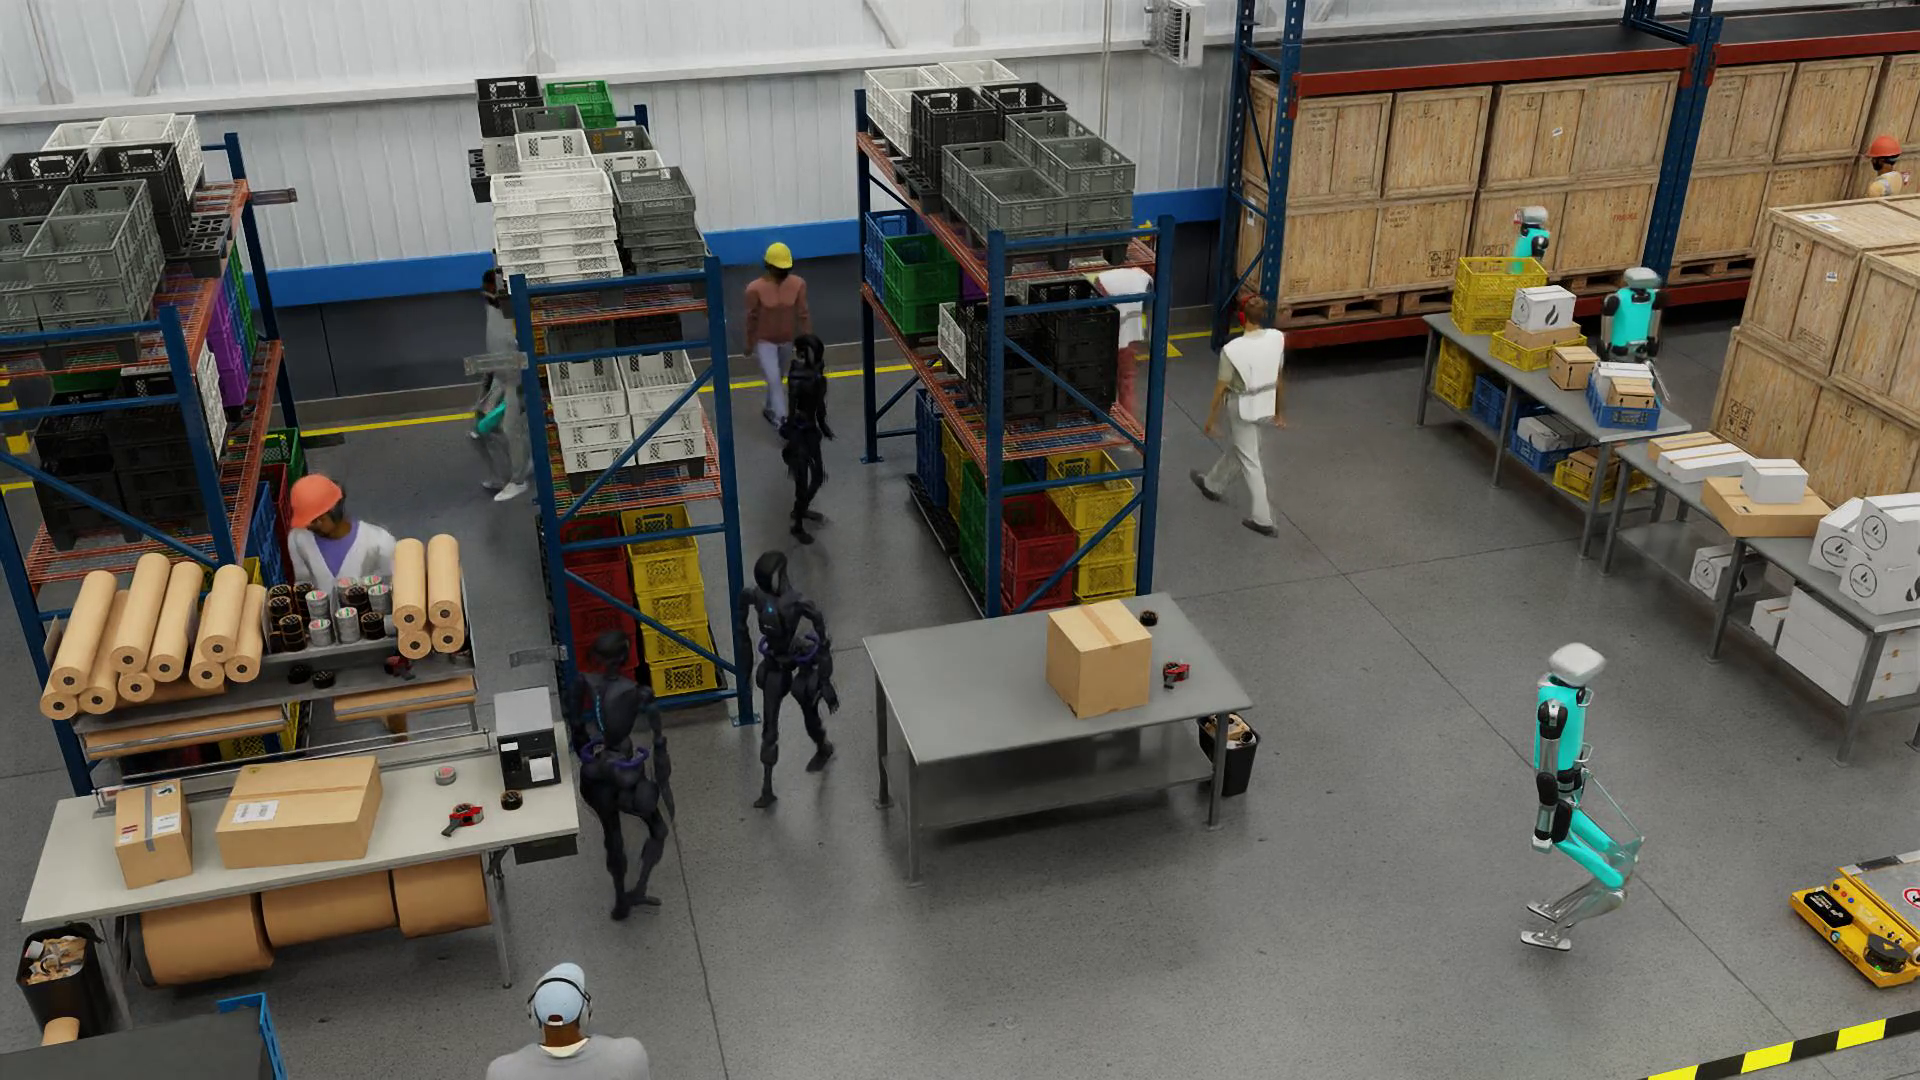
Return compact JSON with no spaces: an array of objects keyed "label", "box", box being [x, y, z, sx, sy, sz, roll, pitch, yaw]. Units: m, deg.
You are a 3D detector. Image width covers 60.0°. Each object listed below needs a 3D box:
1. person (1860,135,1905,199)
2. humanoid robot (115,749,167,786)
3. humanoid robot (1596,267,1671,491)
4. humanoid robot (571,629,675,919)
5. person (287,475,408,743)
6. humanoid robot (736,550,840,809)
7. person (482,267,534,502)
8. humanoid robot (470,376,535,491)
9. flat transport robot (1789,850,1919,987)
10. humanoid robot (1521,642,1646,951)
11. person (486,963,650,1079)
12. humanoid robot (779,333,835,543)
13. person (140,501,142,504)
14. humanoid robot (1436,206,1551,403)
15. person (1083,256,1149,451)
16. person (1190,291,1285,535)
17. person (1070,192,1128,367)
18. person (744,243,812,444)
[{"label":"person","box":[8.471,-2.821,15.573,0.542,1.927,0.370,-25,38,-38]},{"label":"humanoid robot","box":[-4.294,1.134,8.708,0.768,1.654,0.609,-8,30,-15]},{"label":"humanoid robot","box":[5.237,-1.142,12.760,0.530,1.772,1.008,-8,30,-14]},{"label":"humanoid robot","box":[-1.751,1.216,8.487,0.585,1.651,0.401,11,31,19]},{"label":"person","box":[-3.413,0.457,9.543,0.635,2.000,0.763,2,29,5]},{"label":"humanoid robot","box":[-0.970,0.753,9.368,0.609,1.629,0.758,10,30,17]},{"label":"person","box":[-3.471,-1.205,12.706,0.496,1.851,0.557,-25,37,-38]},{"label":"humanoid robot","box":[-3.600,-1.174,12.787,0.830,1.777,0.541,-17,33,-29]},{"label":"flat transport robot","box":[5.163,1.916,8.676,1.431,0.231,0.659,-8,30,-14]},{"label":"humanoid robot","box":[3.093,1.310,8.115,0.735,1.676,0.533,15,32,25]},{"label":"person","box":[-1.419,2.333,6.273,0.595,1.850,0.398,-6,29,-11]},{"label":"humanoid robot","box":[-1.149,-0.767,12.095,0.433,1.635,0.615,9,30,15]},{"label":"person","box":[-6.234,-1.158,12.682,0.518,1.790,0.959,6,29,11]},{"label":"humanoid robot","box":[4.487,-1.975,14.290,0.910,1.816,0.540,2,29,4]},{"label":"person","box":[1.196,-1.651,13.470,0.615,1.897,0.647,-23,36,-36]},{"label":"person","box":[2.074,-0.979,12.347,0.588,1.789,0.986,-20,34,-32]},{"label":"person","box":[1.192,-2.337,14.779,0.618,1.845,0.430,-12,31,-20]},{"label":"person","box":[-1.481,-1.632,13.624,0.530,1.705,0.925,-15,32,-26]}]
